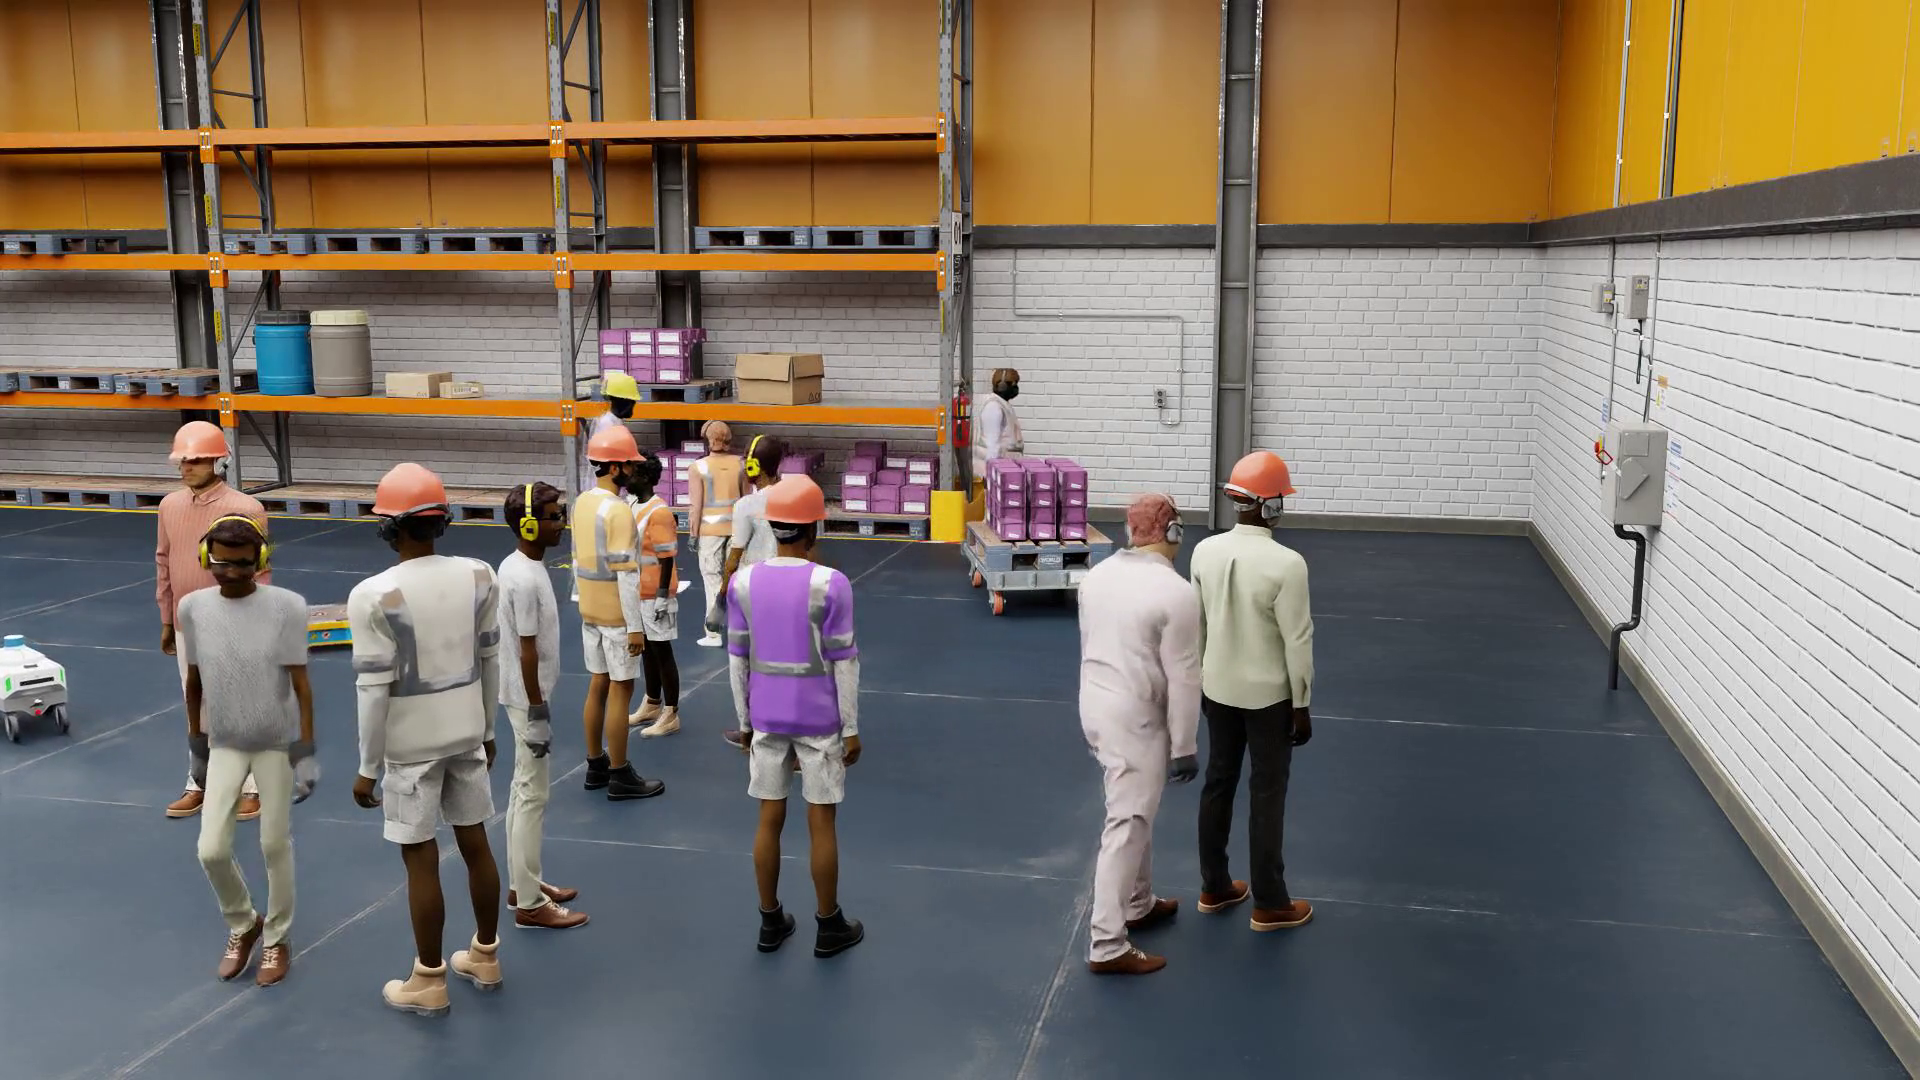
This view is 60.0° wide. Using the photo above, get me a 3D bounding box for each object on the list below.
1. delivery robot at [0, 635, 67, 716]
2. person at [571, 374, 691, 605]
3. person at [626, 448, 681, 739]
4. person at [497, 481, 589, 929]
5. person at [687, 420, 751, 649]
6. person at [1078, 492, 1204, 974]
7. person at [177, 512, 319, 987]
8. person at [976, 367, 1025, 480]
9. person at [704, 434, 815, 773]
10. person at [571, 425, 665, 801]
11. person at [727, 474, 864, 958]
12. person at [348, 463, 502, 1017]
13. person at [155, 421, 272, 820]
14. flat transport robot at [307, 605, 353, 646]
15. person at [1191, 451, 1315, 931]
[{"bbox_3d":[-5.583,0.806,9.847,0.707,0.478,0.477,9,13,43],"label":"delivery robot"},{"bbox_3d":[-2.695,-0.400,13.373,0.989,1.860,0.581,-2,10,-13],"label":"person"},{"bbox_3d":[-1.822,0.304,9.716,0.316,1.696,0.541,-6,11,-31],"label":"person"},{"bbox_3d":[-1.776,0.682,6.973,0.332,1.872,0.514,-3,10,-18],"label":"person"},{"bbox_3d":[-1.720,-0.042,11.939,0.523,1.638,0.311,-8,12,-39],"label":"person"},{"bbox_3d":[0.720,0.749,6.622,0.665,1.868,0.663,-5,11,-26],"label":"person"},{"bbox_3d":[-2.694,0.803,6.331,0.523,1.846,0.424,-1,10,-8],"label":"person"},{"bbox_3d":[0.362,-0.642,14.969,0.436,1.824,0.630,1,10,4],"label":"person"},{"bbox_3d":[-1.103,0.342,9.096,0.878,1.836,0.517,6,11,32],"label":"person"},{"bbox_3d":[-1.777,0.373,8.604,0.361,1.935,0.553,-7,12,-37],"label":"person"},{"bbox_3d":[-0.647,0.702,6.647,0.542,1.939,0.364,3,10,18],"label":"person"},{"bbox_3d":[-1.972,0.734,6.146,0.387,2.045,0.605,8,12,38],"label":"person"},{"bbox_3d":[-3.711,0.401,8.264,0.608,1.996,0.375,2,10,11],"label":"person"},{"bbox_3d":[-4.618,0.625,12.033,1.431,0.197,0.652,-4,10,-21],"label":"flat transport robot"},{"bbox_3d":[1.221,0.626,6.936,0.375,1.995,0.609,-8,13,-41],"label":"person"}]
